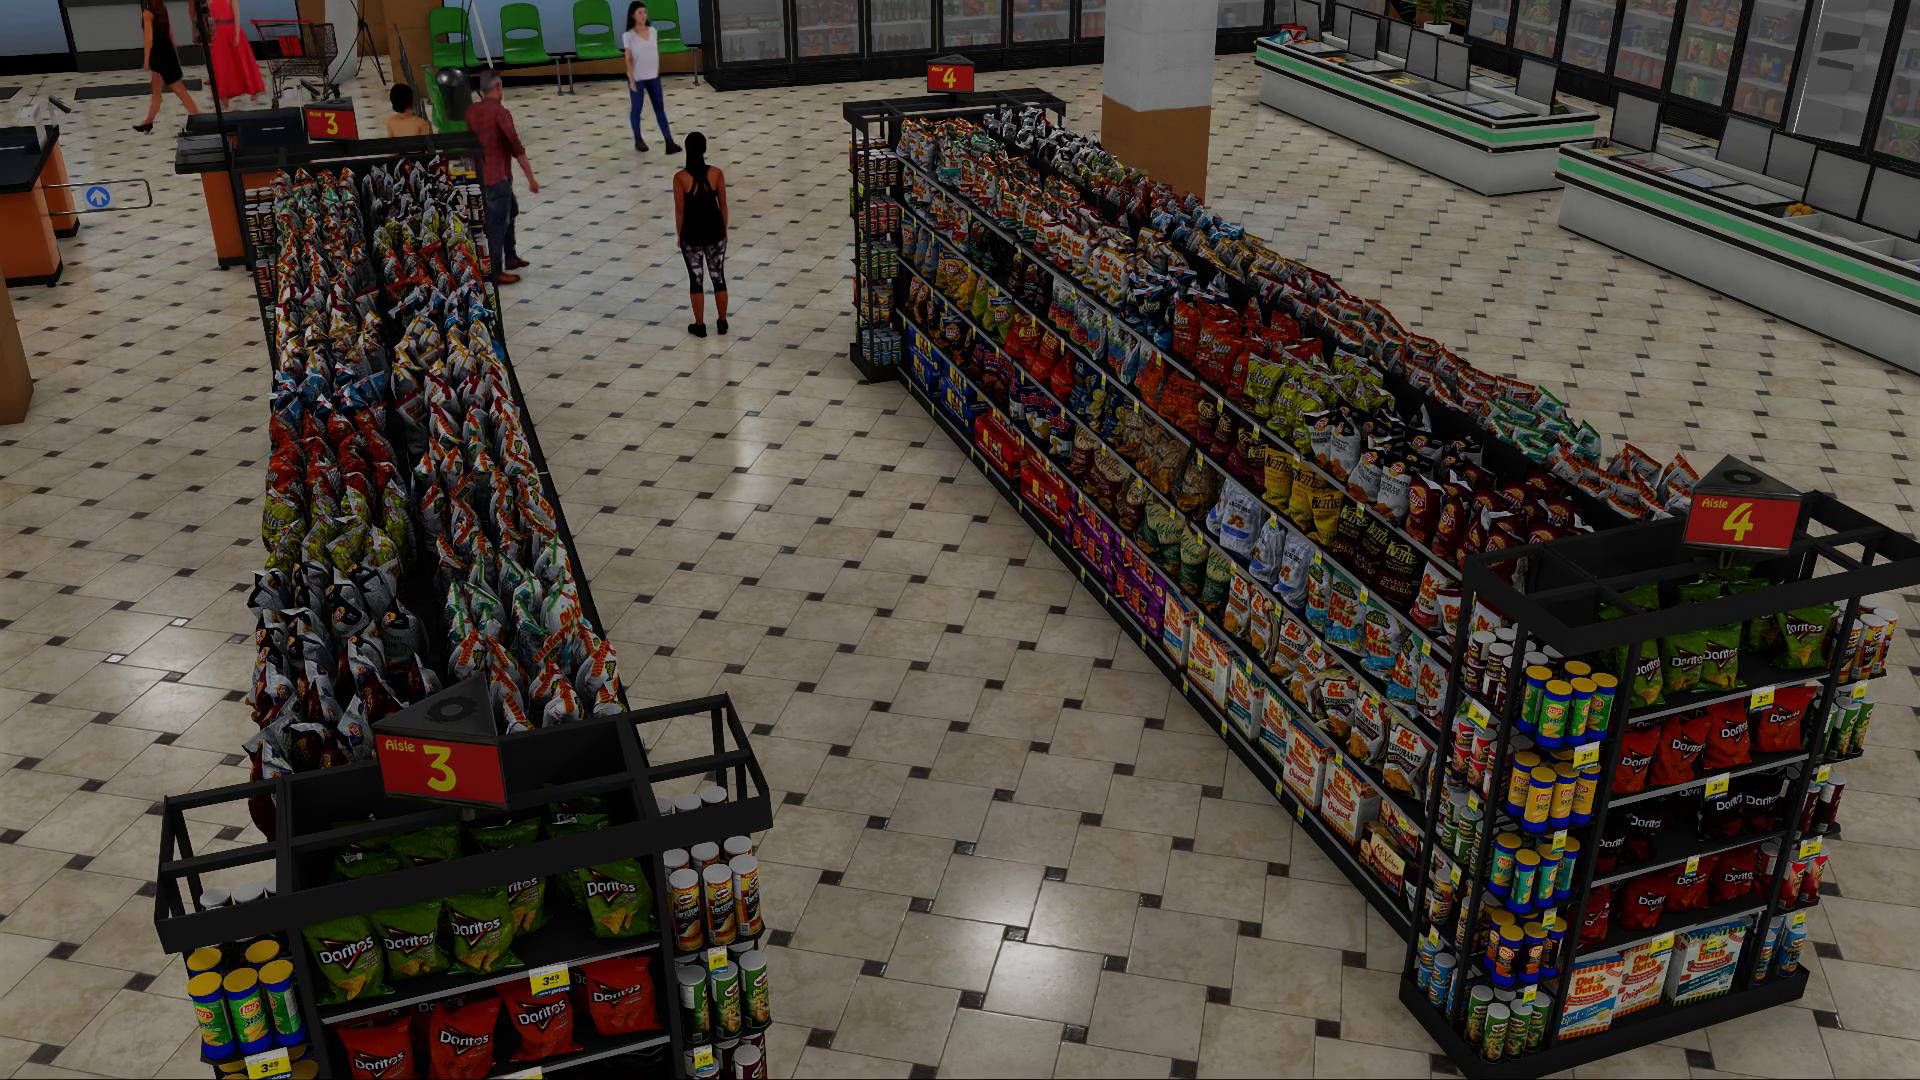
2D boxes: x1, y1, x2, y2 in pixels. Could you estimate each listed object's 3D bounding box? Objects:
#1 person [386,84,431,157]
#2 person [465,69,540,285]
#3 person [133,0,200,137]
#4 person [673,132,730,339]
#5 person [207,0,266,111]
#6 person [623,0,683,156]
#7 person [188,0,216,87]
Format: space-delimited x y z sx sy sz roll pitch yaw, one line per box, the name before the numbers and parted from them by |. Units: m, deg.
person | -4.834 -3.216 14.767 0.650 1.653 0.671 4 27 8
person | -4.102 -3.127 14.437 1.040 1.793 0.928 -20 33 -34
person | -8.948 -5.406 18.929 0.953 1.794 1.137 1 27 2
person | -2.045 -2.437 13.222 0.581 1.660 0.512 -11 29 -20
person | -9.021 -6.230 20.685 0.836 1.676 1.159 1 27 2
person | -3.570 -5.099 18.486 0.866 1.647 1.125 -22 34 -36
person | -9.958 -6.865 21.971 0.744 1.645 0.723 16 31 29
